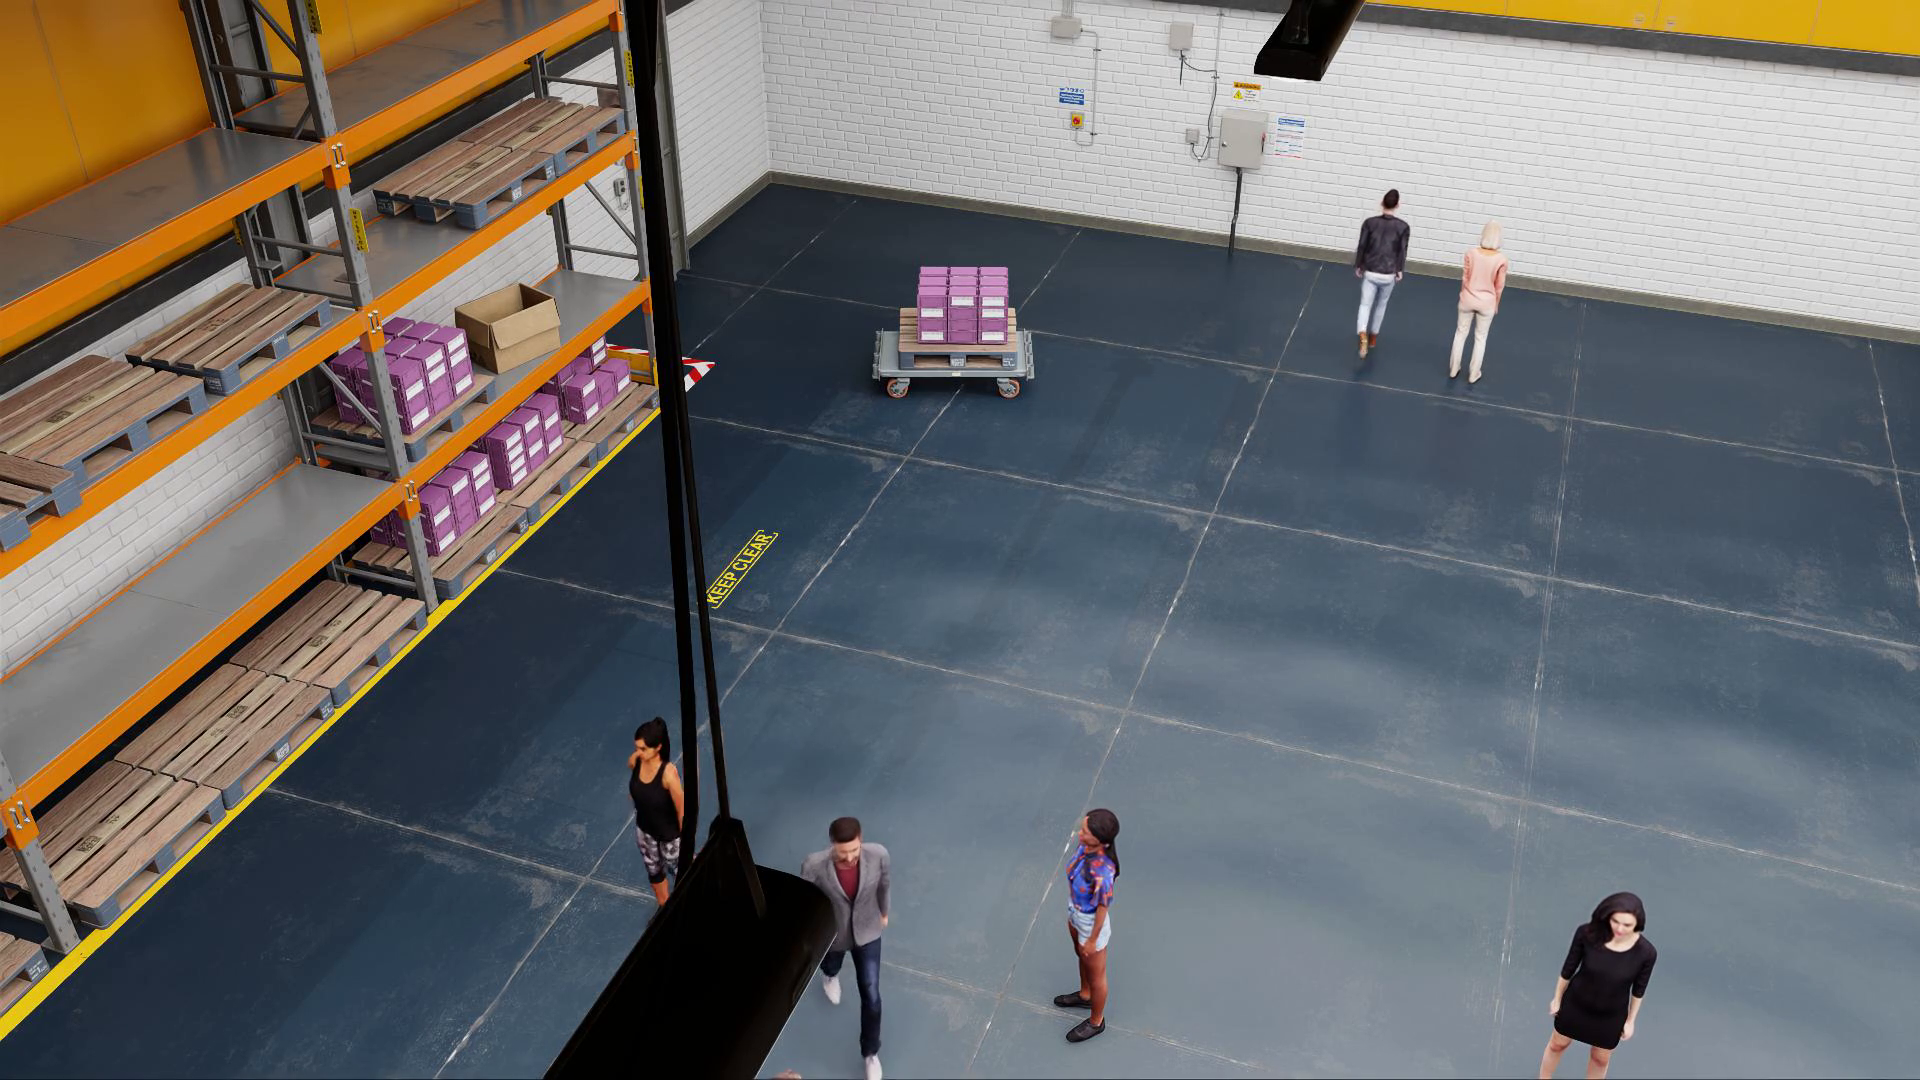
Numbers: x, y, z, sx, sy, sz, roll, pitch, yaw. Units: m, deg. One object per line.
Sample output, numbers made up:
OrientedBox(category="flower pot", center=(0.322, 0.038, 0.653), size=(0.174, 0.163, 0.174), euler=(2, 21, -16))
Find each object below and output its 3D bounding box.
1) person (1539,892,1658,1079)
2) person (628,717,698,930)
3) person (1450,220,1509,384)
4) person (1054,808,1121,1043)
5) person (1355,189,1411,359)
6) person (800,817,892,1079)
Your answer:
OrientedBox(category="person", center=(3.536, 2.627, 9.278), size=(0.617, 1.807, 0.523), euler=(16, 37, 22))
OrientedBox(category="person", center=(-1.864, 1.782, 10.692), size=(0.712, 1.650, 0.942), euler=(20, 38, 27))
OrientedBox(category="person", center=(5.289, -2.442, 16.979), size=(0.603, 1.724, 0.539), euler=(15, 36, 21))
OrientedBox(category="person", center=(0.777, 2.262, 9.887), size=(0.729, 1.743, 0.627), euler=(-7, 34, -11))
OrientedBox(category="person", center=(4.377, -2.761, 17.377), size=(0.703, 1.816, 1.026), euler=(9, 35, 13))
OrientedBox(category="person", center=(-0.683, 2.254, 9.820), size=(1.125, 1.829, 1.321), euler=(-7, 34, -10))
